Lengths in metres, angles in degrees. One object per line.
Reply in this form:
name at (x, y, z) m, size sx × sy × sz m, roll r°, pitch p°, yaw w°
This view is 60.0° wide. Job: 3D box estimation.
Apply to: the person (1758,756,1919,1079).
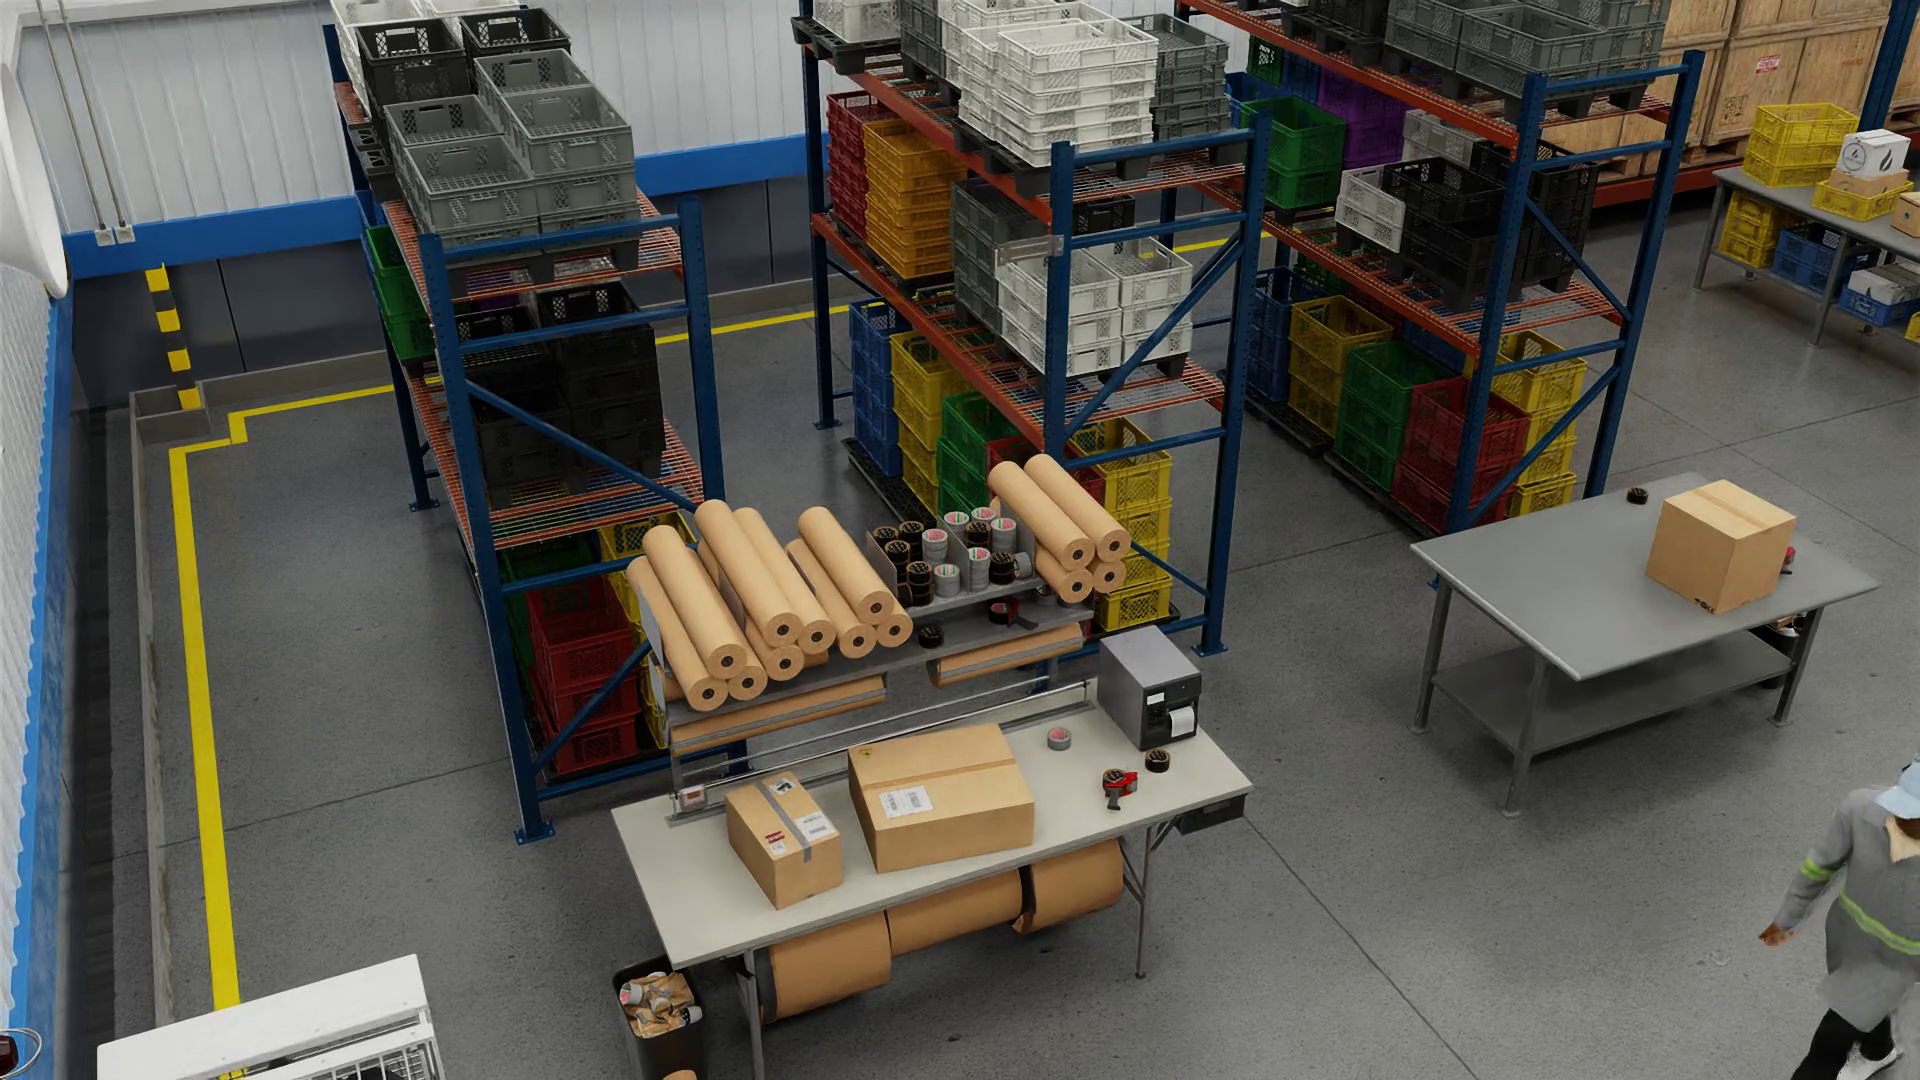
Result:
person at (3.342, 1.488, 6.099) m, size 1.003 × 1.799 × 0.600 m, roll -13°, pitch 34°, yaw -20°
